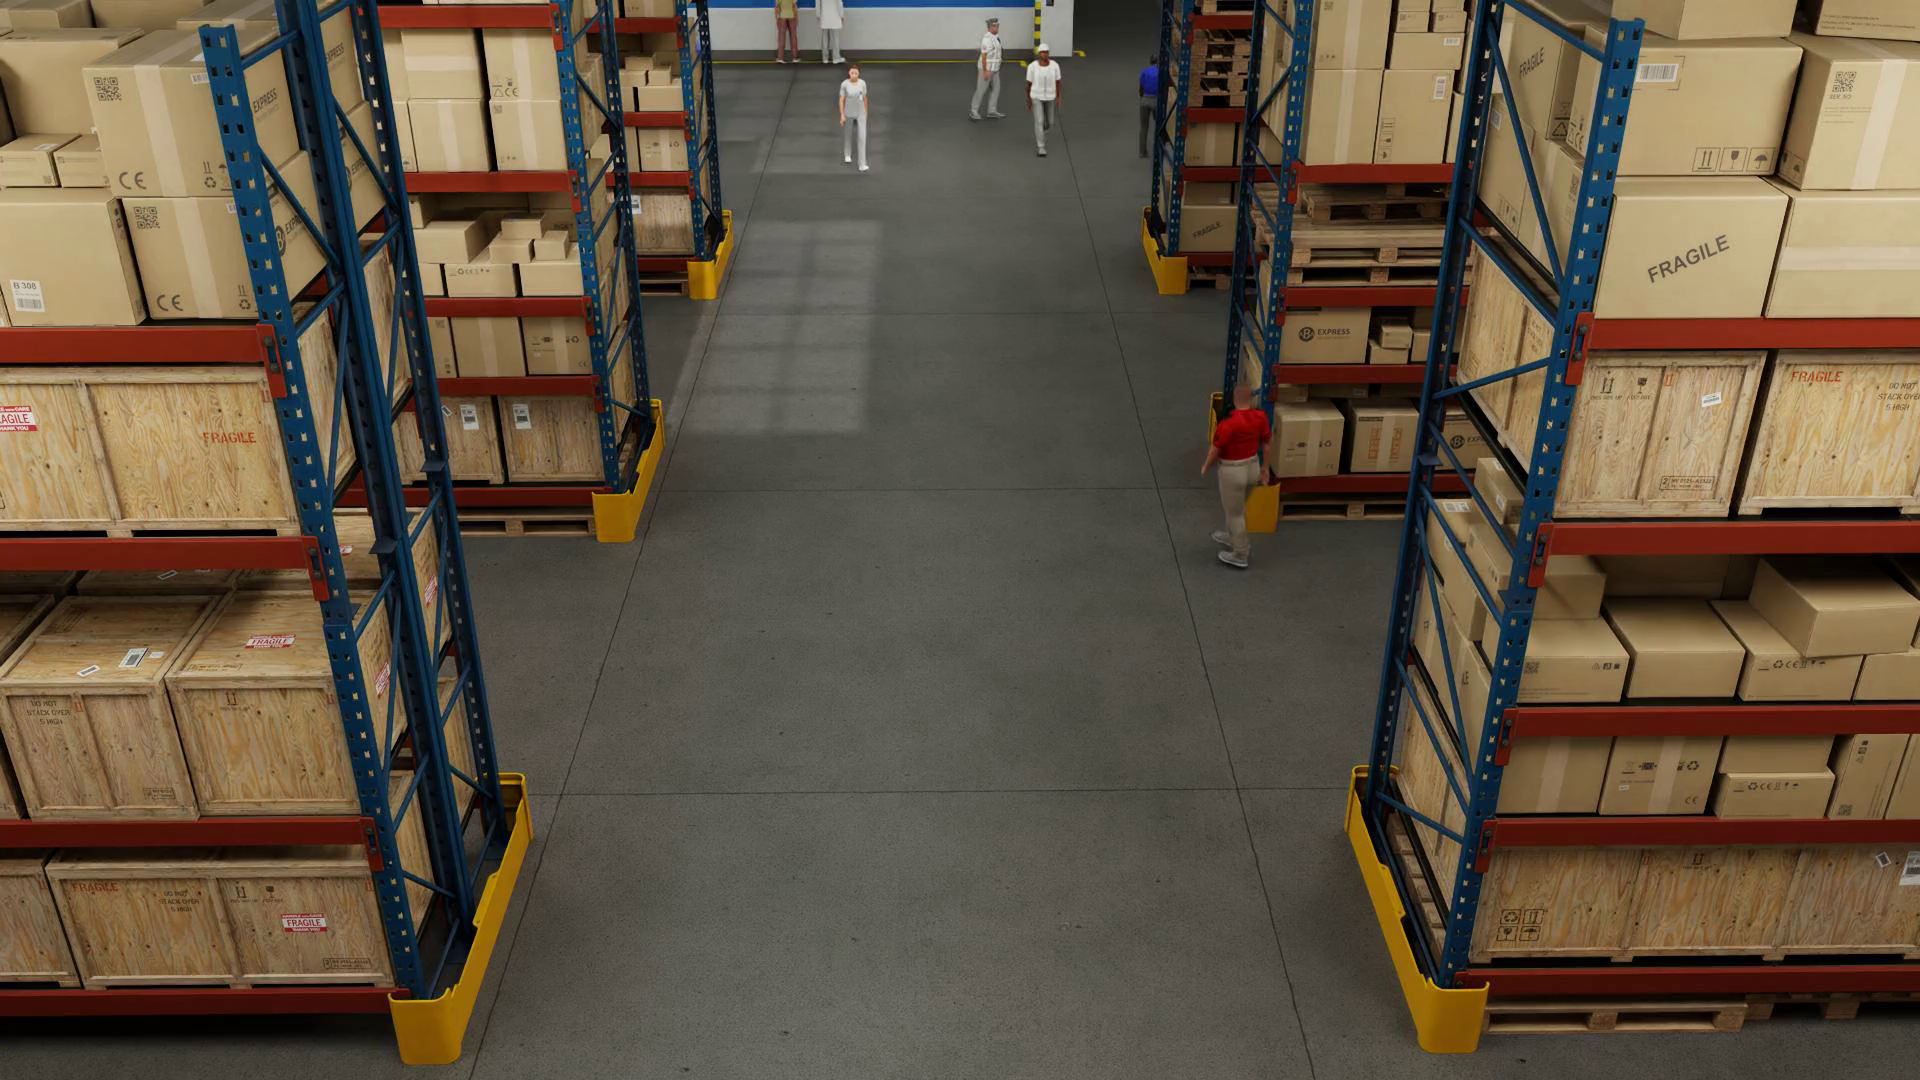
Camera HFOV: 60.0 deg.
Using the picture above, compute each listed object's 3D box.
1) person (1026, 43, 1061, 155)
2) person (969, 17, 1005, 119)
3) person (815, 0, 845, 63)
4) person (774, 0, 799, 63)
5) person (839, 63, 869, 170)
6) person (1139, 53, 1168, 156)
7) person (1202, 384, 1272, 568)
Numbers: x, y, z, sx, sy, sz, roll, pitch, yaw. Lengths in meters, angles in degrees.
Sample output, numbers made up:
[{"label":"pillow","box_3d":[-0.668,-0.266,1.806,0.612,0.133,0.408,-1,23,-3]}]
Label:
[{"label":"person","box_3d":[1.386,-7.334,27.552,0.573,1.752,0.842,-5,29,-9]},{"label":"person","box_3d":[0.476,-8.349,29.455,0.587,1.748,0.572,10,30,17]},{"label":"person","box_3d":[-2.609,-10.500,33.380,0.578,1.778,0.371,5,29,9]},{"label":"person","box_3d":[-3.483,-10.456,33.424,0.478,1.678,0.355,-2,28,-4]},{"label":"person","box_3d":[-1.702,-6.816,26.678,0.472,1.641,0.936,-5,29,-9]},{"label":"person","box_3d":[3.187,-7.145,27.306,0.517,1.640,0.518,7,29,14]},{"label":"person","box_3d":[2.487,-0.630,15.102,0.565,1.727,0.674,-19,34,-31]}]
